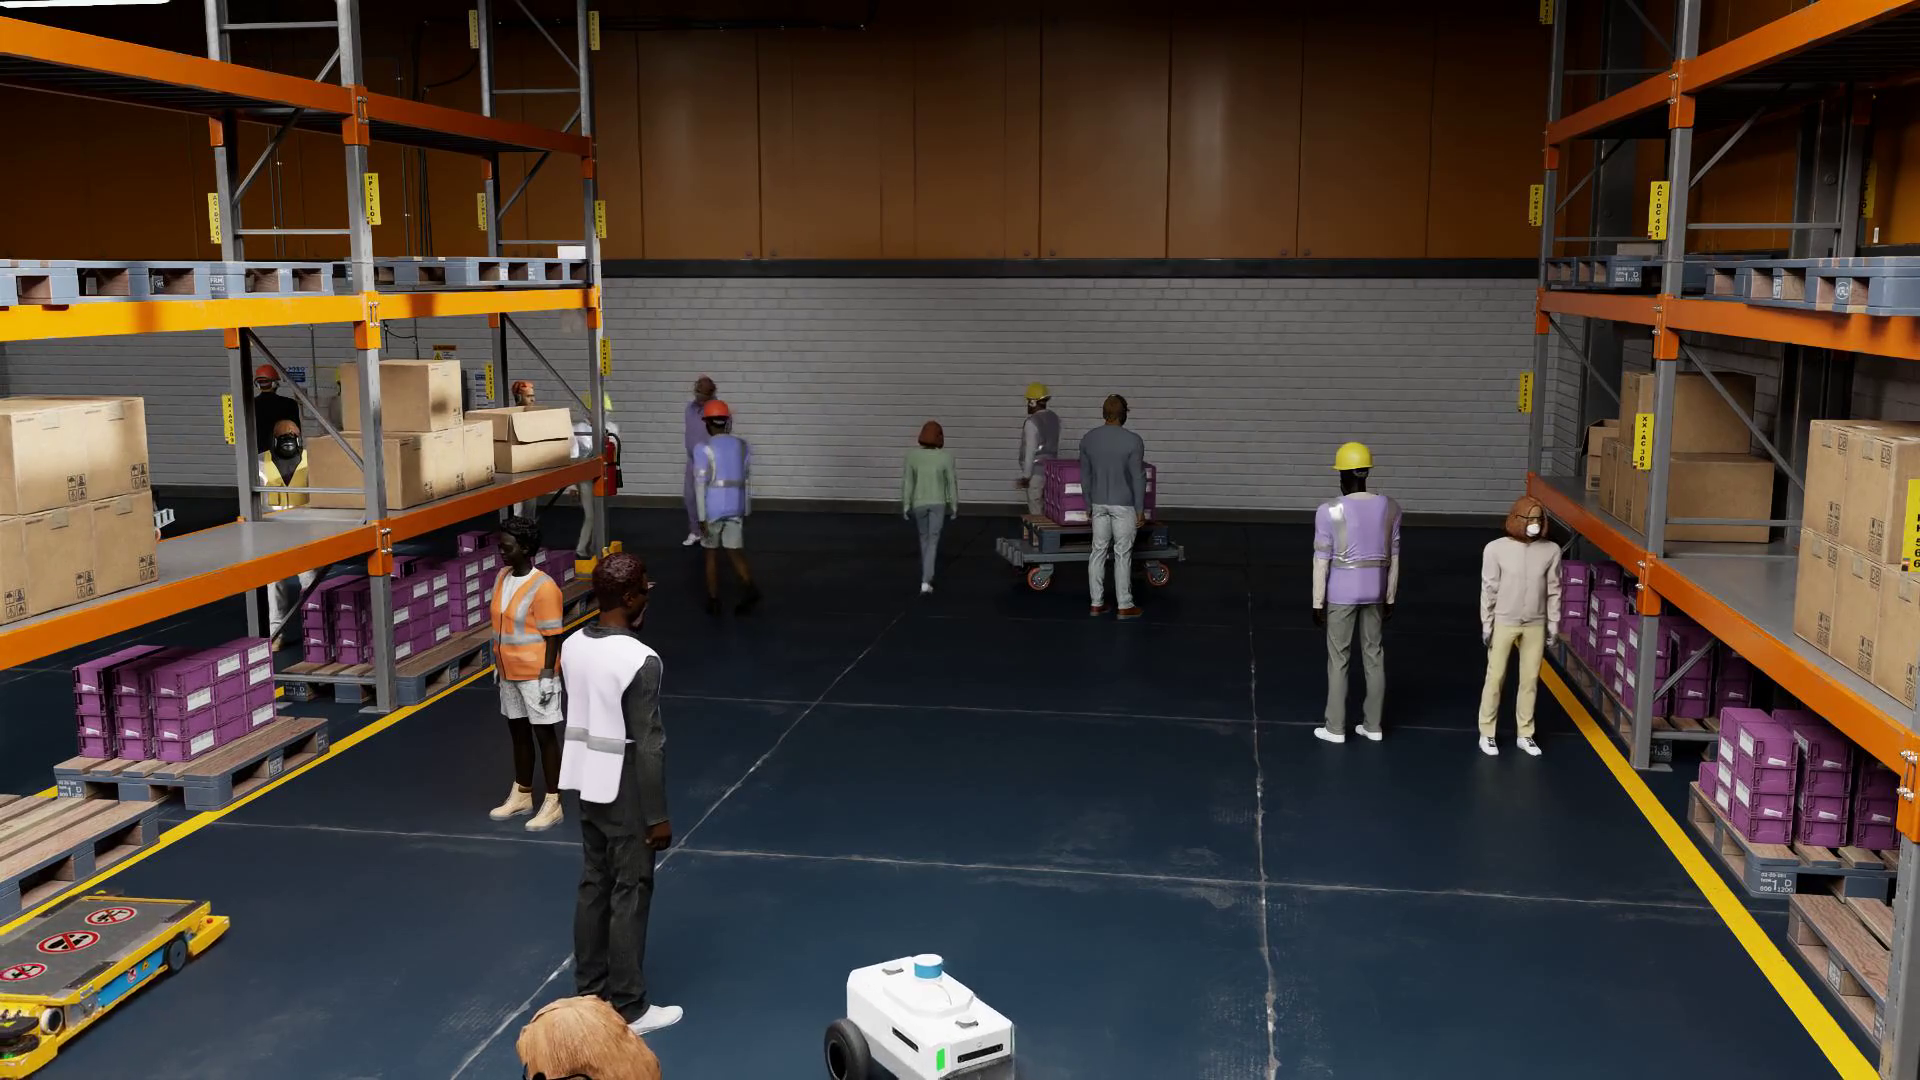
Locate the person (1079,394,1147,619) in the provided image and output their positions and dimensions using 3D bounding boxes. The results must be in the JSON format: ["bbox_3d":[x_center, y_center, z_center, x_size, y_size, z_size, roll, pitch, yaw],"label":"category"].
[{"bbox_3d":[1.326,-0.287,14.330,0.632,1.940,0.372,6,11,34],"label":"person"}]

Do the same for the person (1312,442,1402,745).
[{"bbox_3d":[2.493,0.339,10.550,0.592,1.919,0.398,-2,9,-12],"label":"person"}]

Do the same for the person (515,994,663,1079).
[{"bbox_3d":[-0.699,1.669,3.243,0.299,1.622,0.504,-2,10,-14],"label":"person"}]

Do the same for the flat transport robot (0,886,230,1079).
[{"bbox_3d":[-3.681,1.766,6.800,0.652,0.197,1.431,1,9,6],"label":"flat transport robot"}]

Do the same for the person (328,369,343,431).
[{"bbox_3d":[-7.089,-1.068,19.311,0.855,1.891,0.591,0,9,1],"label":"person"}]

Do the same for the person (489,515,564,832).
[{"bbox_3d":[-2.333,0.709,8.936,0.532,1.697,0.319,8,12,39],"label":"person"}]

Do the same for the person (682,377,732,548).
[{"bbox_3d":[-2.710,-0.827,17.894,0.682,1.865,0.508,6,11,33],"label":"person"}]

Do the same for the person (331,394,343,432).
[{"bbox_3d":[-6.824,-1.020,19.029,0.663,1.893,0.406,1,9,6],"label":"person"}]

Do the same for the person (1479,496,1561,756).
[{"bbox_3d":[3.446,0.532,10.257,0.498,1.629,0.289,0,9,-2],"label":"person"}]

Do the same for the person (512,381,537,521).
[{"bbox_3d":[-4.468,-0.689,17.007,0.346,1.878,0.579,3,10,18],"label":"person"}]

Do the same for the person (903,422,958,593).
[{"bbox_3d":[-0.280,-0.318,15.628,0.503,1.580,0.879,2,9,14],"label":"person"}]

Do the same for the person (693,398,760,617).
[{"bbox_3d":[-2.004,-0.259,14.280,0.558,1.903,0.720,-6,11,-32],"label":"person"}]

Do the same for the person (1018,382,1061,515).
[{"bbox_3d":[0.819,-0.743,17.472,0.404,1.830,0.598,6,11,32],"label":"person"}]

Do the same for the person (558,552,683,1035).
[{"bbox_3d":[-1.356,0.997,6.525,0.391,1.911,0.582,-8,12,-41],"label":"person"}]

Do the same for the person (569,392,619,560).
[{"bbox_3d":[-3.631,-0.586,16.623,0.487,1.803,0.600,7,12,39],"label":"person"}]

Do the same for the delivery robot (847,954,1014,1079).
[{"bbox_3d":[-0.111,1.719,5.915,0.477,0.478,0.707,-6,11,-31],"label":"delivery robot"}]

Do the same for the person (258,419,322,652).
[{"bbox_3d":[-5.267,-0.035,13.110,0.625,1.836,0.428,-3,10,-20],"label":"person"}]

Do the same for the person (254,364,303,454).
[{"bbox_3d":[-7.380,-0.885,17.864,0.611,1.990,0.392,-4,10,-22],"label":"person"}]
